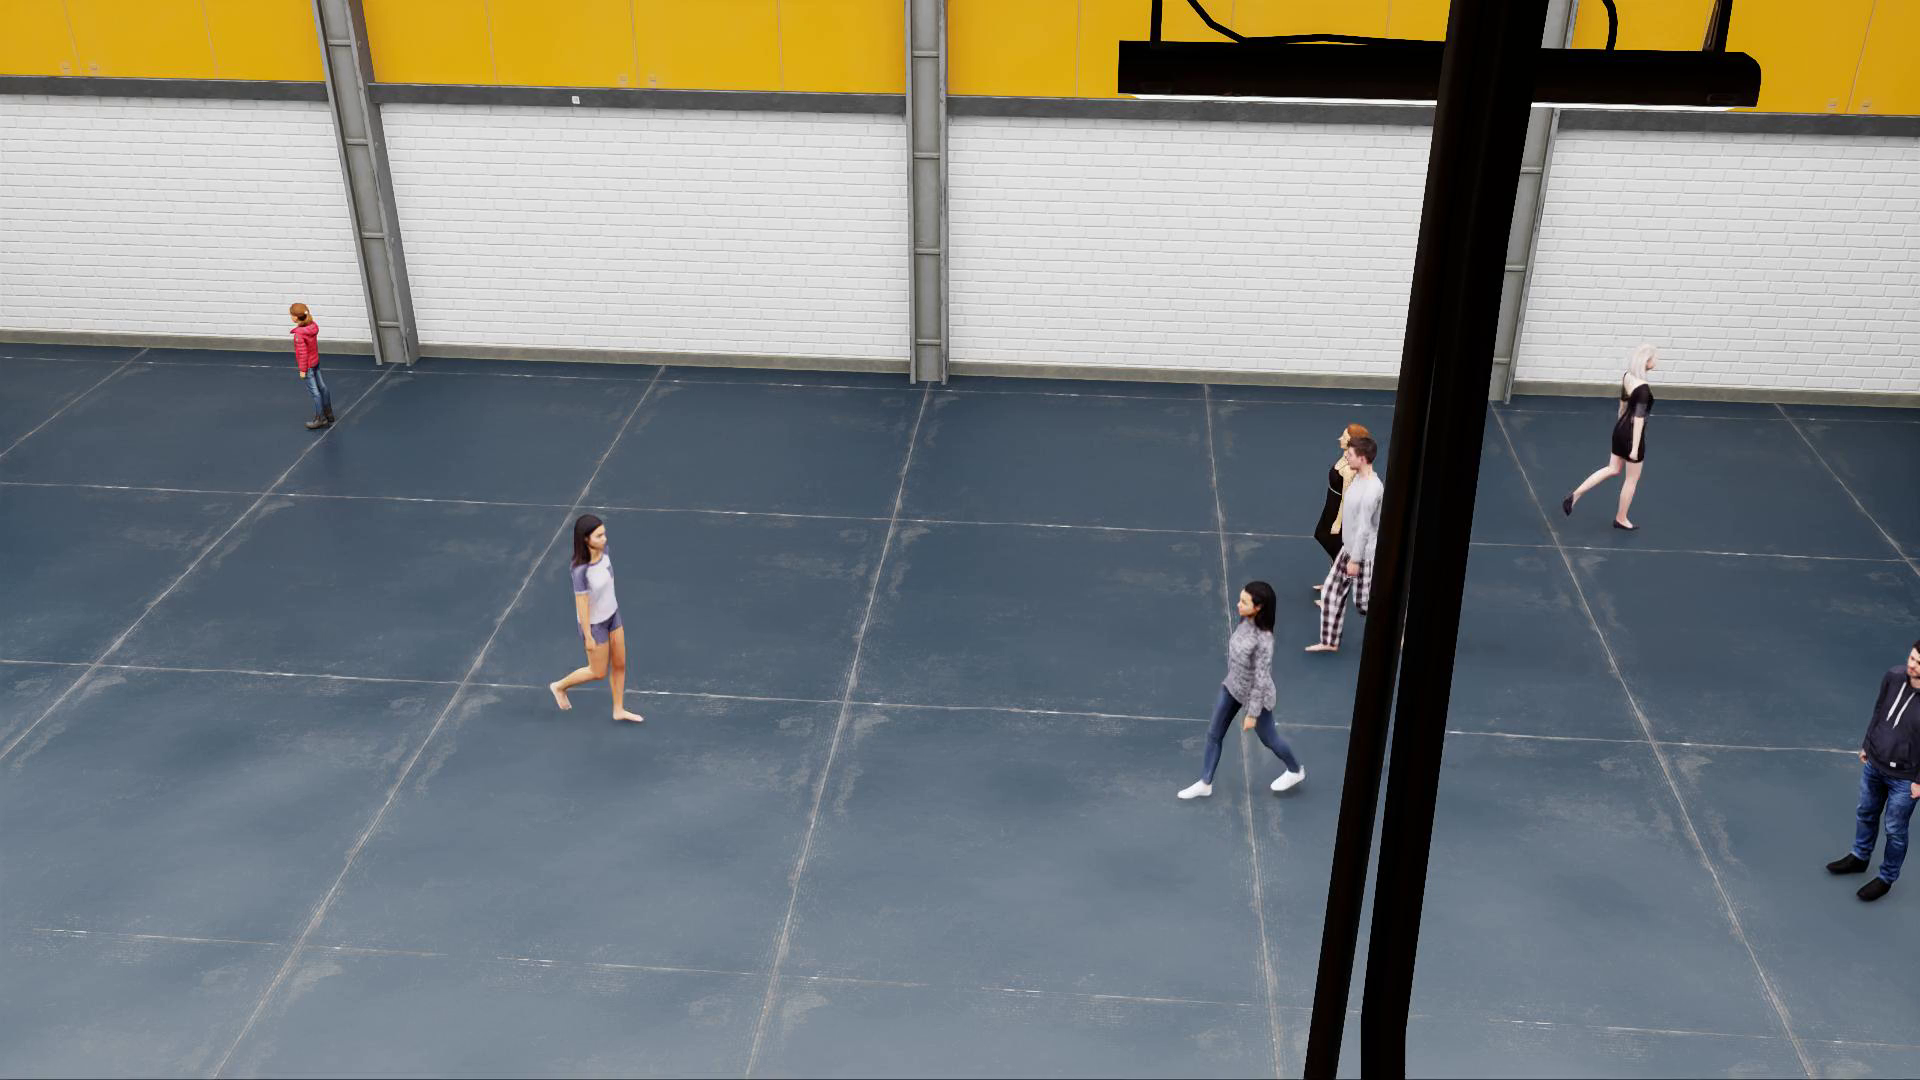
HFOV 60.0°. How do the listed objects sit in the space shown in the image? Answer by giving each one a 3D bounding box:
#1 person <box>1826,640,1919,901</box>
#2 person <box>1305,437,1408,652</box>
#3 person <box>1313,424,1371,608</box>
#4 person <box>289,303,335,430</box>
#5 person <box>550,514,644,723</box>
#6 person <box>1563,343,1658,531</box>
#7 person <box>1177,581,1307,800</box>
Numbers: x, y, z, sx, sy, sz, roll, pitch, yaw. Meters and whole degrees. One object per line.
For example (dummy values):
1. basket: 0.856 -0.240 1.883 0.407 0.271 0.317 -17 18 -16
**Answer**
1. person: 5.898 1.405 10.430 0.724 1.888 0.751 -10 30 -17
2. person: 3.198 0.094 12.915 1.126 1.809 0.760 -4 29 -6
3. person: 3.151 -0.211 13.667 0.582 1.625 0.572 4 29 8
4. person: -6.582 -1.780 16.864 0.480 1.317 0.509 2 29 4
5. person: -2.697 0.591 12.102 0.950 1.716 0.711 9 30 17
6. person: 5.818 -0.885 14.708 1.023 1.811 0.727 -3 29 -6
7. person: 2.050 1.051 11.284 1.232 1.691 0.909 -7 29 -13
